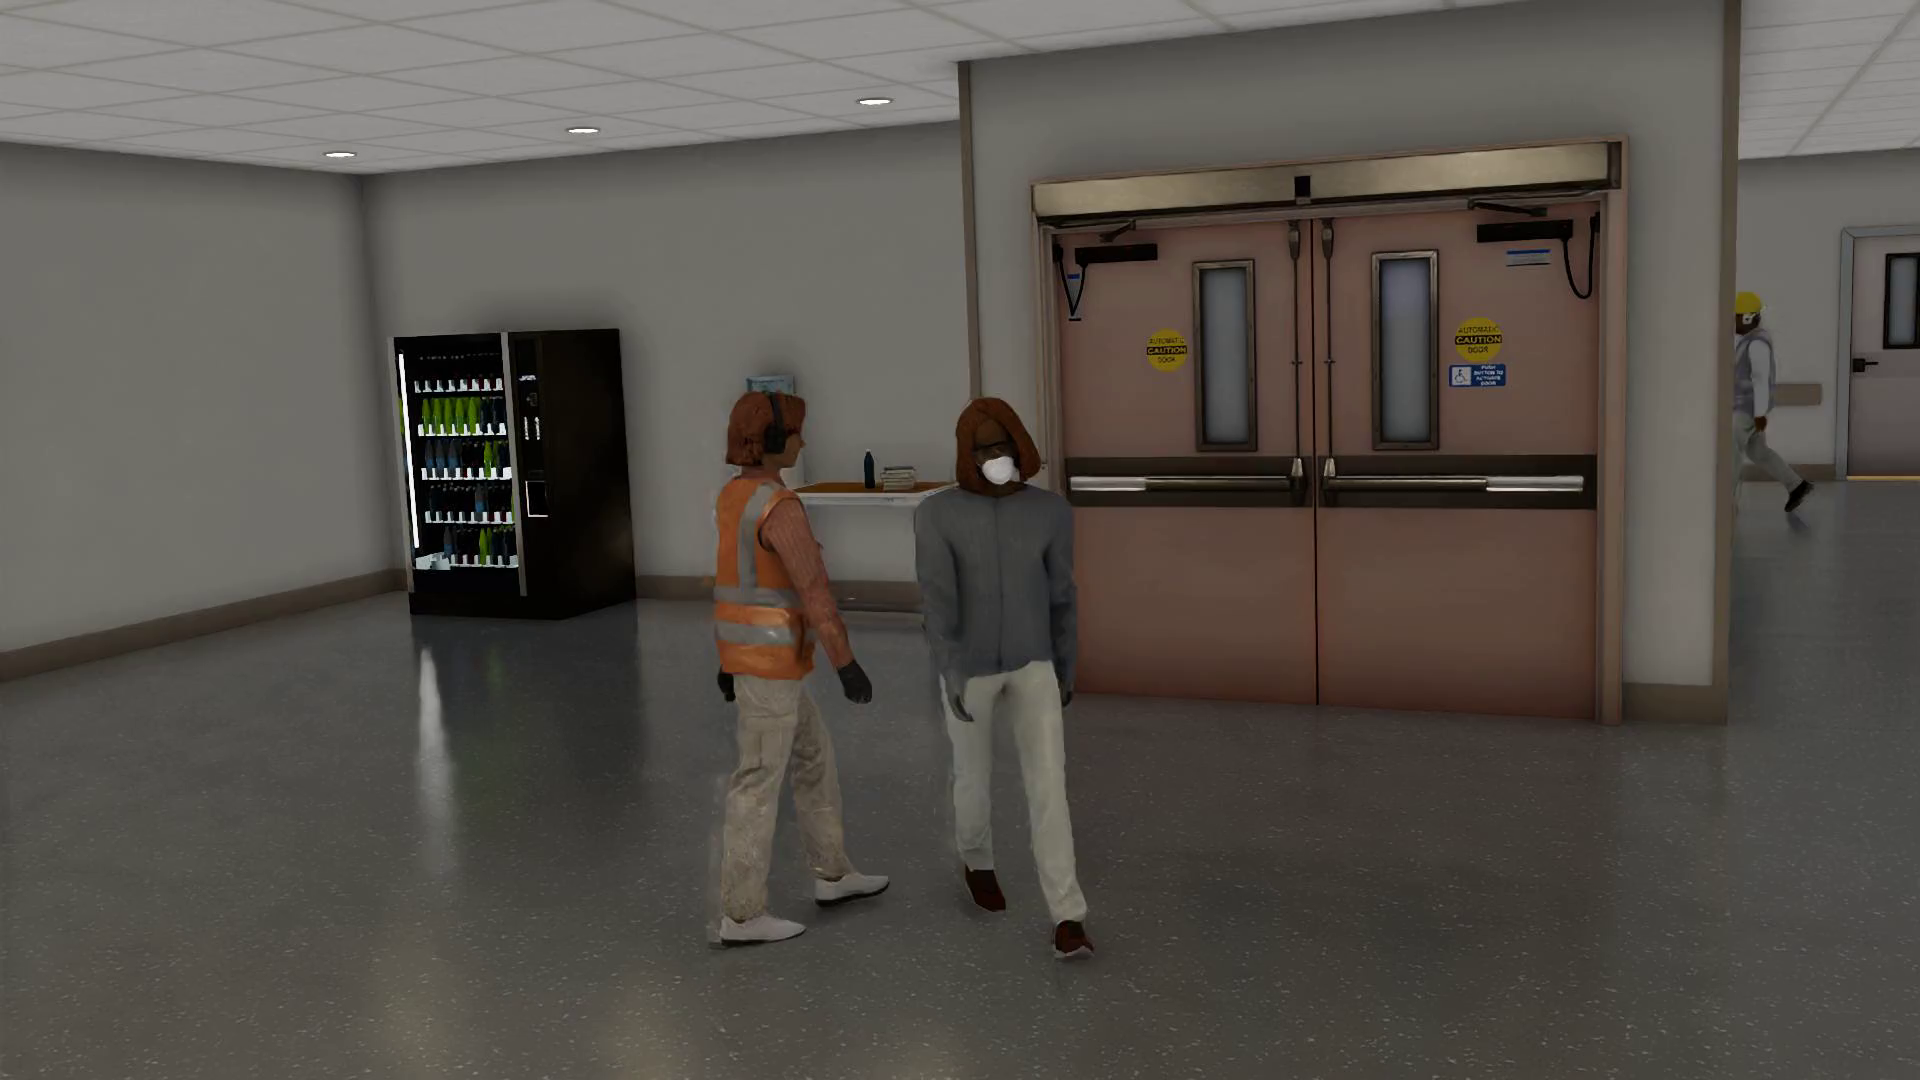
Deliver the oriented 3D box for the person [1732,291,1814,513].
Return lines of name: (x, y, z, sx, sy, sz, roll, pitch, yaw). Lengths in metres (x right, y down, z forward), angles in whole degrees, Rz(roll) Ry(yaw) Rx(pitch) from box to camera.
person: (6.381, -1.086, 13.300, 0.839, 1.806, 0.602, 0, 8, 18)

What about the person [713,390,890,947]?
person: (-0.448, 0.370, 4.888, 0.699, 1.613, 0.527, -5, 8, -21)

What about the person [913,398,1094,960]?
person: (0.125, 0.381, 4.787, 0.490, 1.575, 0.880, -4, 8, -11)
